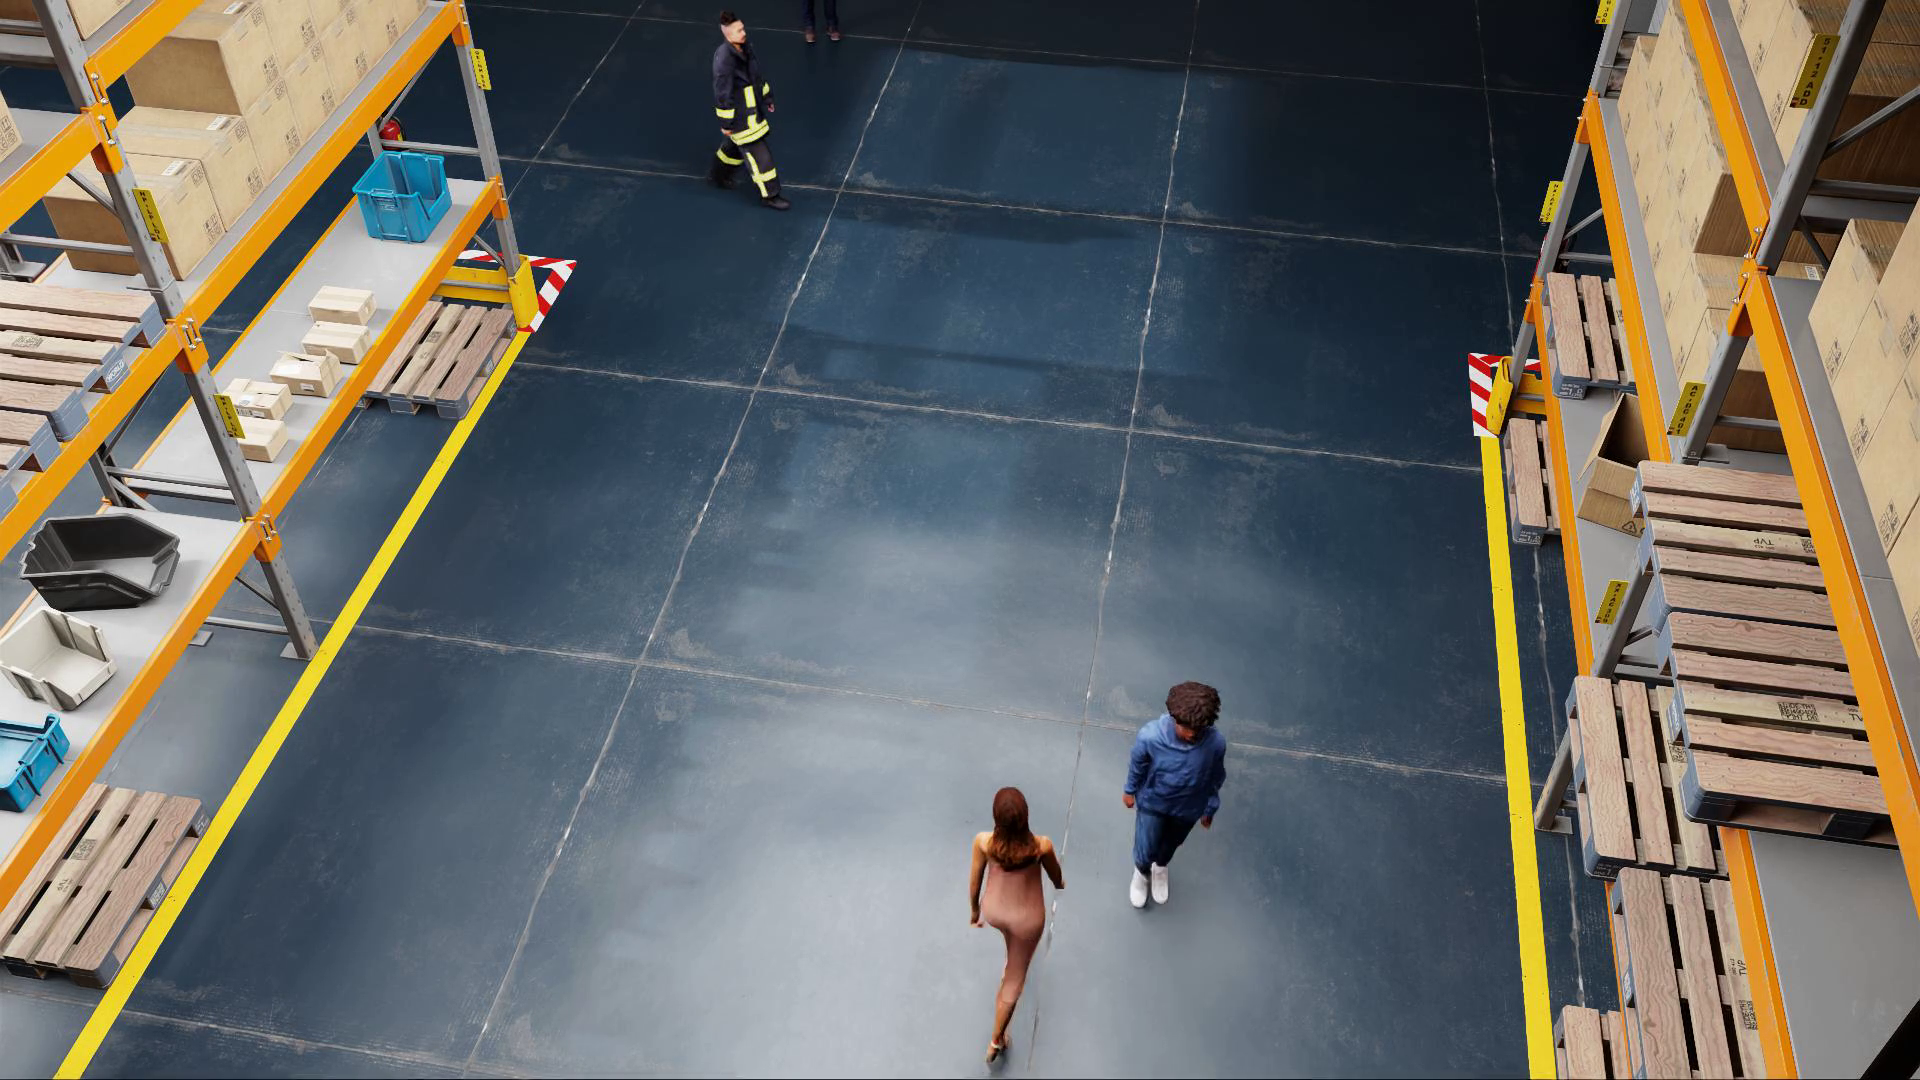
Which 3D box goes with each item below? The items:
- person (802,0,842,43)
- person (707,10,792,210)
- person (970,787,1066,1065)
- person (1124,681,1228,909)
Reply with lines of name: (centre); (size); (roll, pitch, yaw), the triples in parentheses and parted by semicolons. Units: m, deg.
person: (-1.480, -6.011, 17.002); (0.849, 1.841, 0.831); (-10, 45, -10)
person: (-2.000, -3.844, 14.735); (0.872, 1.831, 1.073); (11, 45, 11)
person: (0.252, 2.023, 8.617); (0.702, 1.776, 1.185); (12, 45, 13)
person: (1.182, 1.355, 9.309); (0.739, 1.788, 0.677); (2, 44, 2)
